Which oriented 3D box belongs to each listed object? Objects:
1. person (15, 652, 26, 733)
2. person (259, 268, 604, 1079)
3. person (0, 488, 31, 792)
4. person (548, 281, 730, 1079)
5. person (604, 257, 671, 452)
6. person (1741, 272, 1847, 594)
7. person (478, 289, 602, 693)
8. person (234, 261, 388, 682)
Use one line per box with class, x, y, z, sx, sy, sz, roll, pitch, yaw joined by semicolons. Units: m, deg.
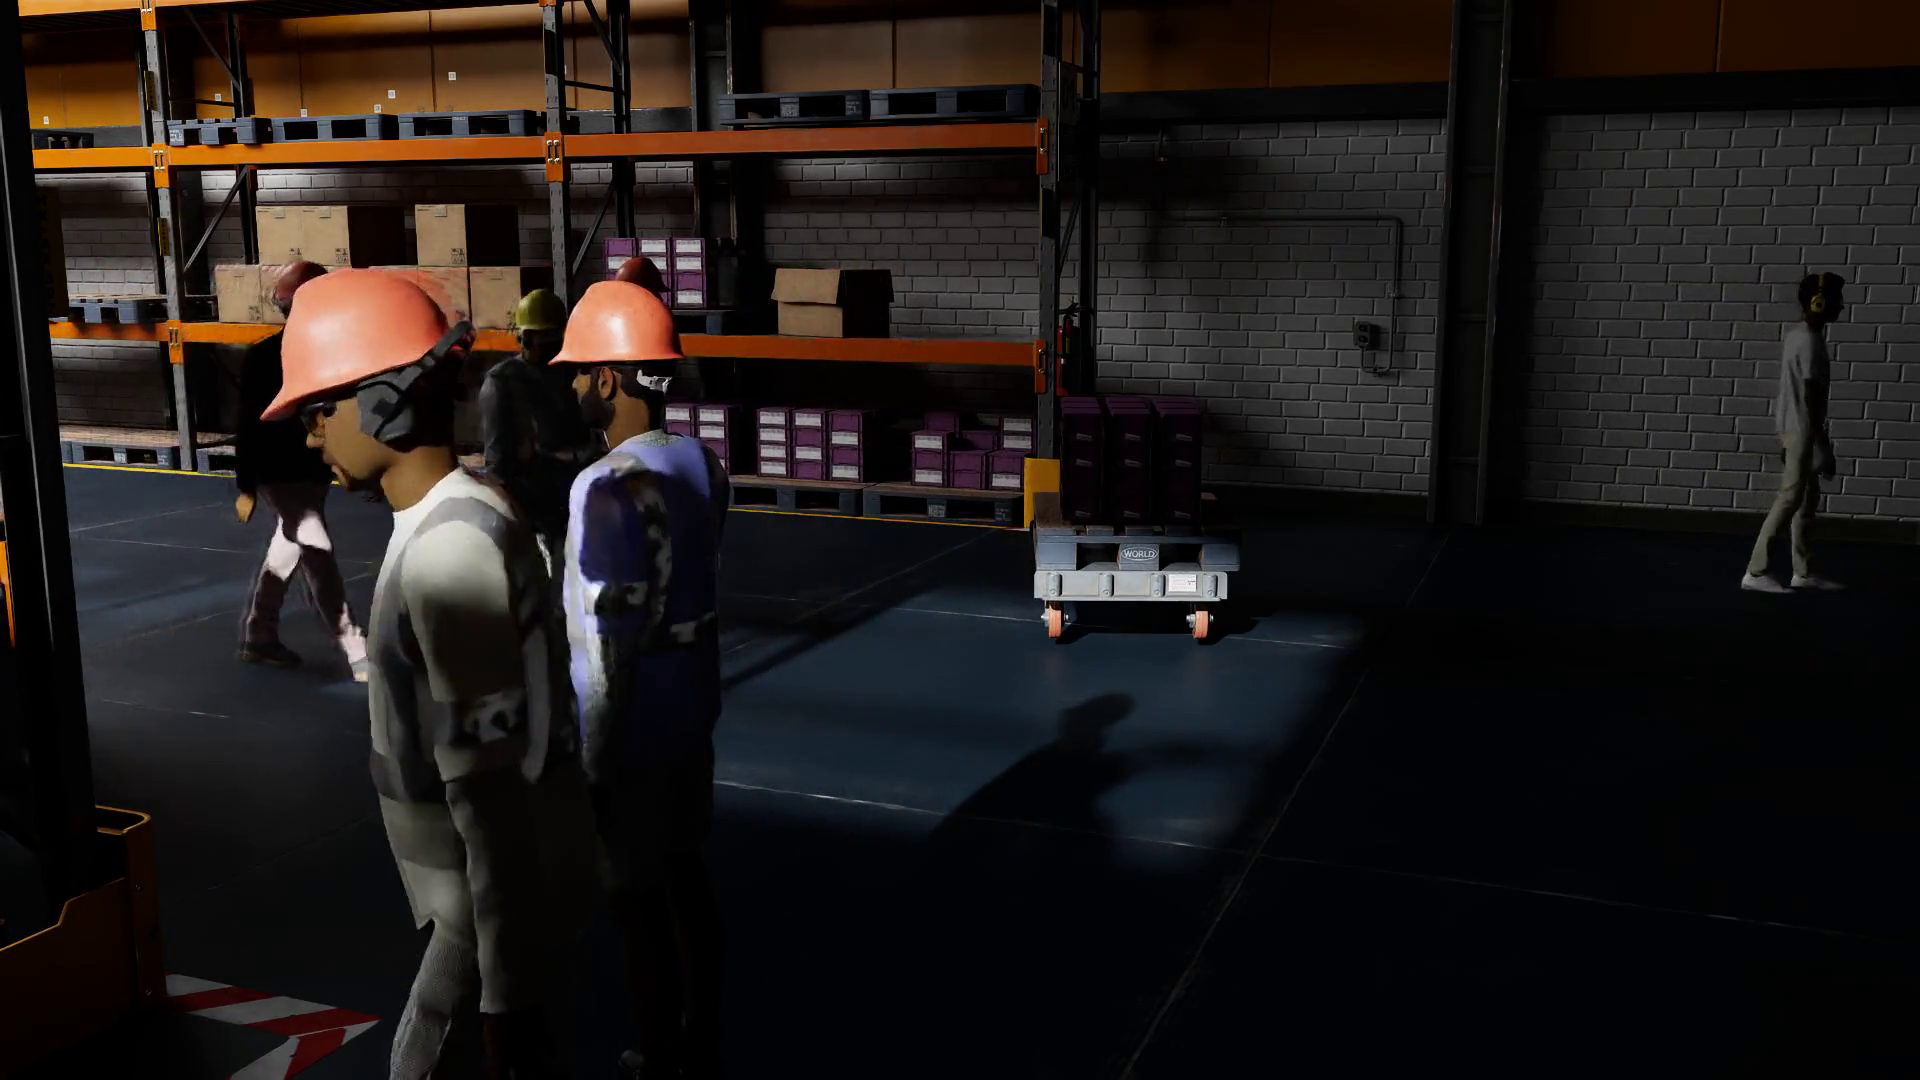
person;-3.974;-0.195;6.769;0.393;2.034;0.605;-1;10;-5
person;-0.712;0.564;2.694;0.879;1.992;0.689;-3;11;-16
person;-3.664;0.062;6.080;0.530;1.767;0.319;-1;10;-7
person;-0.719;0.404;3.698;0.356;1.937;0.552;3;11;15
person;-1.705;-0.532;8.910;0.368;1.939;0.542;1;10;6
person;4.870;-0.608;9.590;0.480;1.869;0.559;4;11;23
person;-1.833;-0.206;7.429;0.431;1.816;0.620;9;13;40
person;-3.028;-0.312;7.718;1.037;1.933;0.611;3;11;16
